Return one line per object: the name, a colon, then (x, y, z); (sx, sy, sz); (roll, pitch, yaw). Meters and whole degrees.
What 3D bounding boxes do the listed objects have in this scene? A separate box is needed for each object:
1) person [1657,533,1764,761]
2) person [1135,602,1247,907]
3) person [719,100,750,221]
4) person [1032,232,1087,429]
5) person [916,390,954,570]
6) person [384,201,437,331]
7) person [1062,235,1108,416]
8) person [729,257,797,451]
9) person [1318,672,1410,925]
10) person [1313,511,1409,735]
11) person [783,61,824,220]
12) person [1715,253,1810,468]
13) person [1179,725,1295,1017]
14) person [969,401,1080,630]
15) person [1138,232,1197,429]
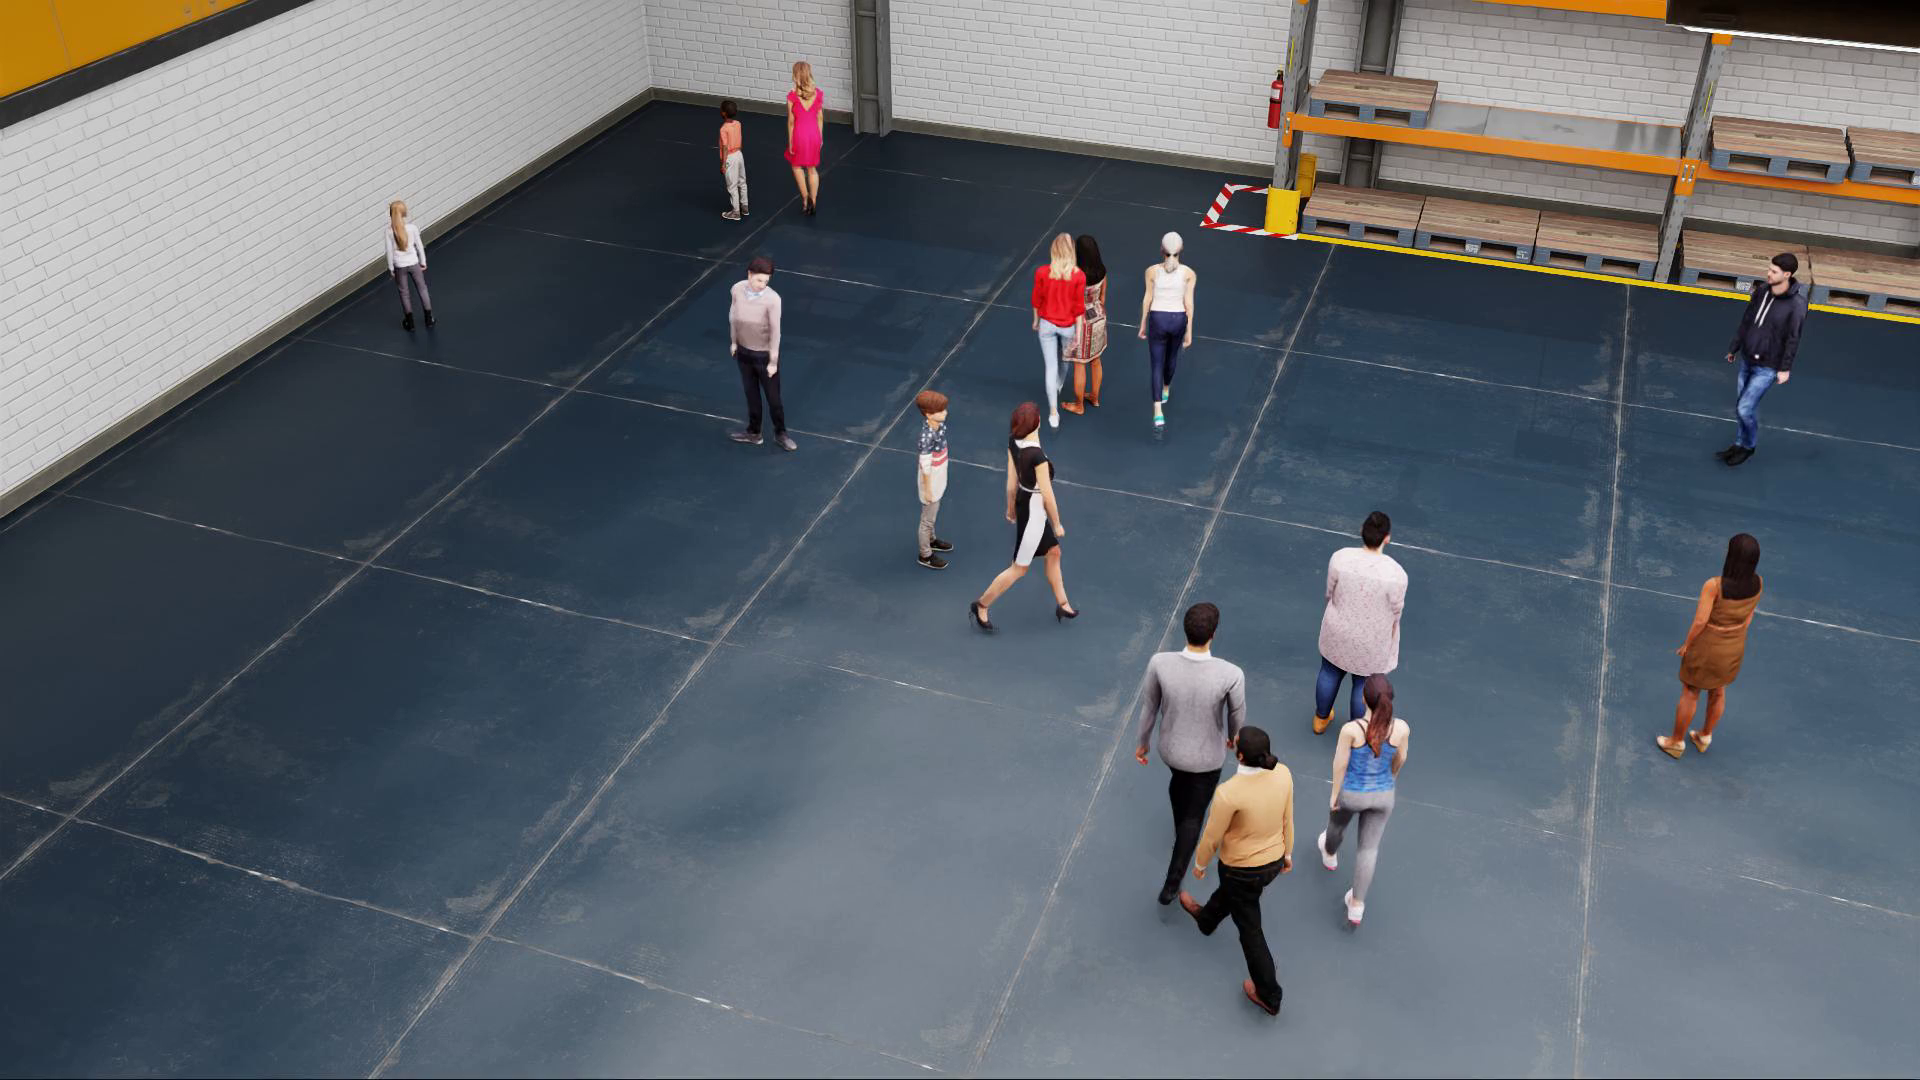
person: (4.780, 0.685, 10.528); (0.605, 1.690, 0.699); (-8, 34, -12)
person: (1.301, 1.250, 9.491); (1.167, 1.897, 0.869); (15, 36, 21)
person: (-2.479, -4.155, 18.153); (0.521, 1.310, 0.534); (20, 38, 27)
person: (0.825, -1.770, 14.248); (1.160, 1.661, 0.944); (1, 34, 1)
person: (-0.212, -0.481, 12.511); (0.510, 1.438, 0.547); (7, 34, 10)
person: (-5.287, -2.624, 15.881); (0.579, 1.275, 0.645); (-16, 37, -22)
person: (1.094, -1.871, 14.416); (0.724, 1.642, 0.701); (-27, 42, -34)
person: (-1.729, -1.580, 13.853); (0.532, 1.782, 0.858); (28, 43, 35)
person: (2.310, 1.474, 9.436); (0.946, 1.584, 0.815); (1, 34, 1)
person: (2.550, 0.561, 10.667); (0.648, 1.744, 0.800); (21, 39, 28)
person: (-1.639, -4.293, 17.993); (0.717, 1.716, 0.778); (-15, 36, -21)
person: (6.645, -1.475, 13.609); (0.844, 1.877, 0.819); (-9, 35, -14)
person: (1.584, 1.782, 8.862); (1.119, 1.707, 1.272); (-20, 38, -27)
person: (0.419, -0.088, 11.651); (1.146, 1.735, 1.018); (-7, 34, -10)
person: (1.757, -1.753, 14.221); (1.159, 1.662, 0.888); (2, 34, 4)
